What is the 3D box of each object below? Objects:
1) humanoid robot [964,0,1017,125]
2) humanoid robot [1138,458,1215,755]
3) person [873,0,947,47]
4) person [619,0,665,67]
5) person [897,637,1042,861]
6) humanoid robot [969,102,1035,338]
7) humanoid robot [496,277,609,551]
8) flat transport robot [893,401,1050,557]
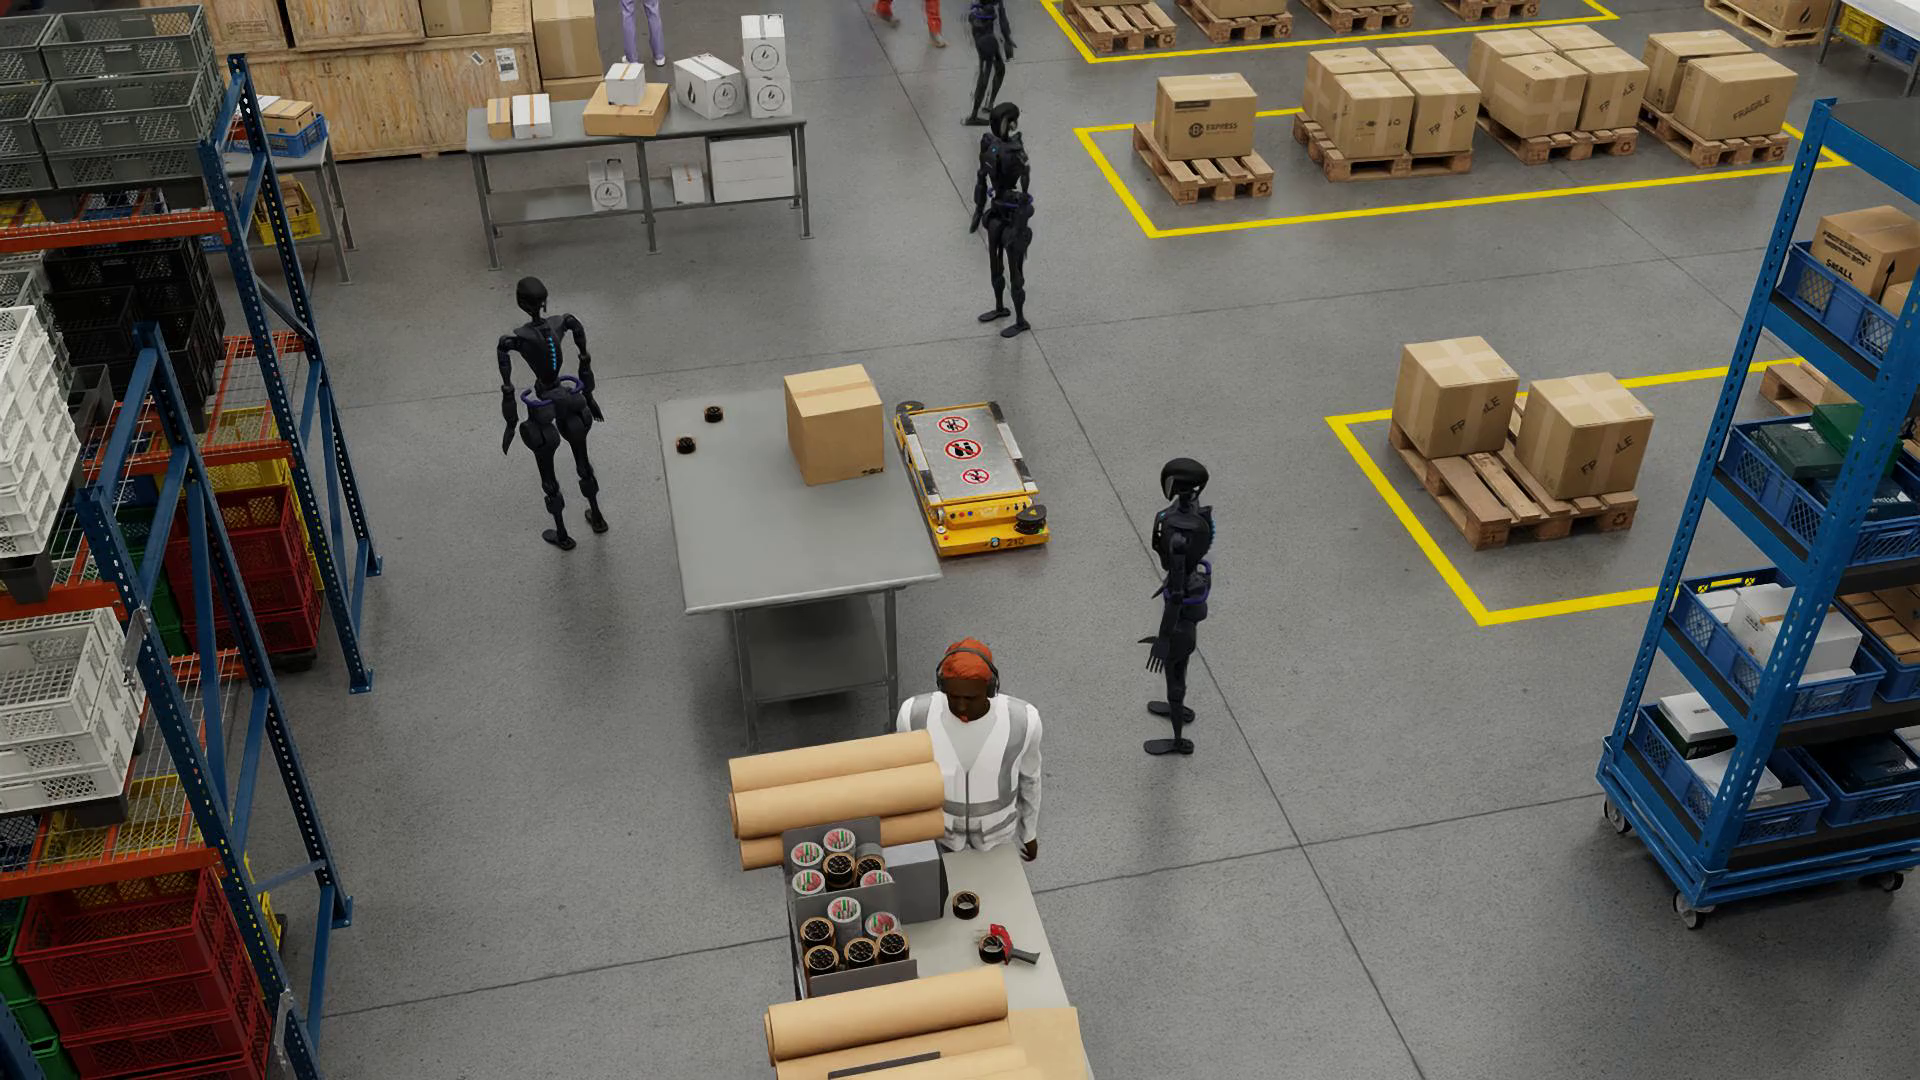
[{"bbox_3d":[0.262,-4.383,14.270,0.532,1.638,0.614,-6,37,-7],"label":"humanoid robot"},{"bbox_3d":[1.033,0.317,7.935,0.324,1.657,0.598,7,37,9],"label":"humanoid robot"},{"bbox_3d":[-0.492,-5.772,15.921,0.675,1.939,0.974,-26,44,-30],"label":"person"},{"bbox_3d":[-3.018,-5.326,15.336,0.588,1.920,0.402,-10,38,-13],"label":"person"},{"bbox_3d":[0.030,1.148,6.658,0.584,1.882,0.344,1,37,2],"label":"person"},{"bbox_3d":[0.297,-2.181,11.306,0.323,1.657,0.575,-22,42,-27],"label":"humanoid robot"},{"bbox_3d":[-2.286,-0.716,9.325,0.610,1.657,0.315,-28,45,-32],"label":"humanoid robot"},{"bbox_3d":[0.046,-0.430,10.108,0.652,0.197,1.431,-8,37,-10],"label":"flat transport robot"}]
